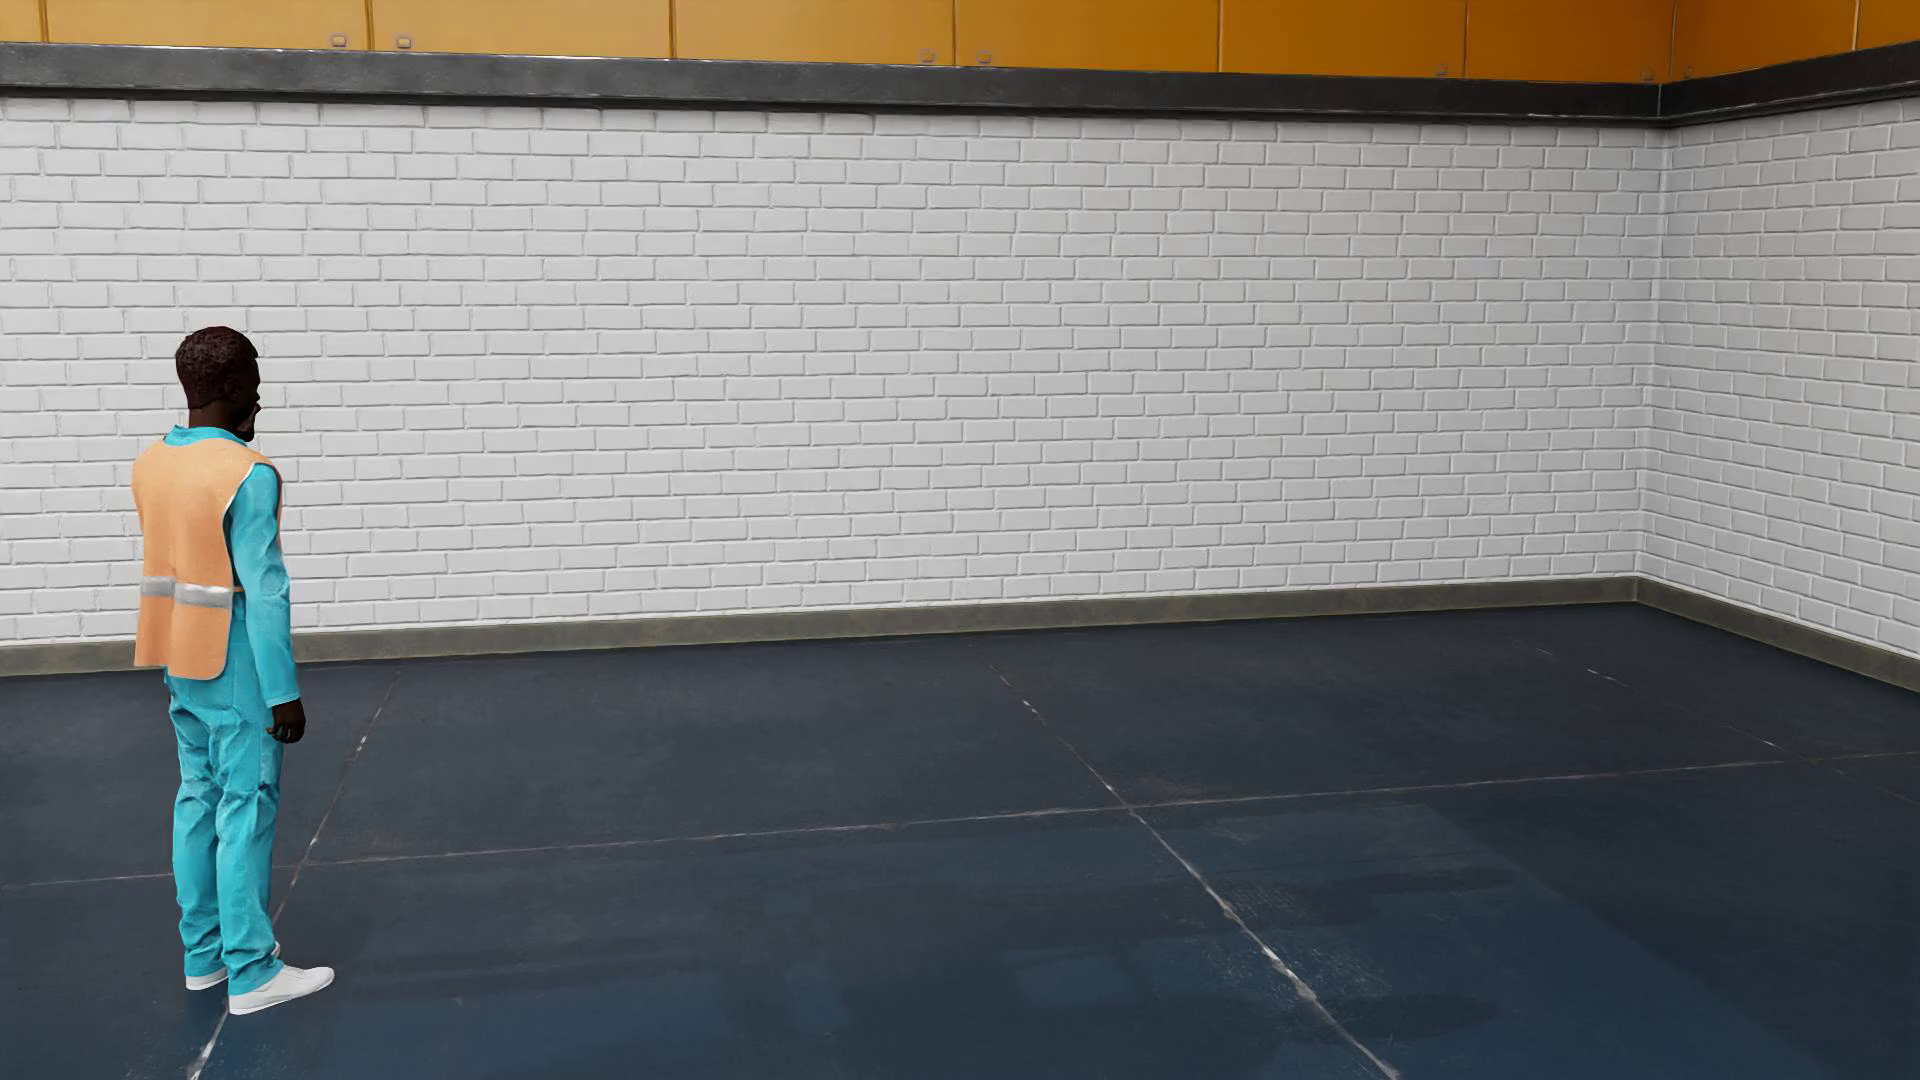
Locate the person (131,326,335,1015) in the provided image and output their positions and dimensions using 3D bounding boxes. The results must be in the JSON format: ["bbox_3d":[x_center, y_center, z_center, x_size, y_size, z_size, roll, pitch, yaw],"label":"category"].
[{"bbox_3d":[-2.066,0.366,4.653,0.587,1.911,0.397,7,11,35],"label":"person"}]
